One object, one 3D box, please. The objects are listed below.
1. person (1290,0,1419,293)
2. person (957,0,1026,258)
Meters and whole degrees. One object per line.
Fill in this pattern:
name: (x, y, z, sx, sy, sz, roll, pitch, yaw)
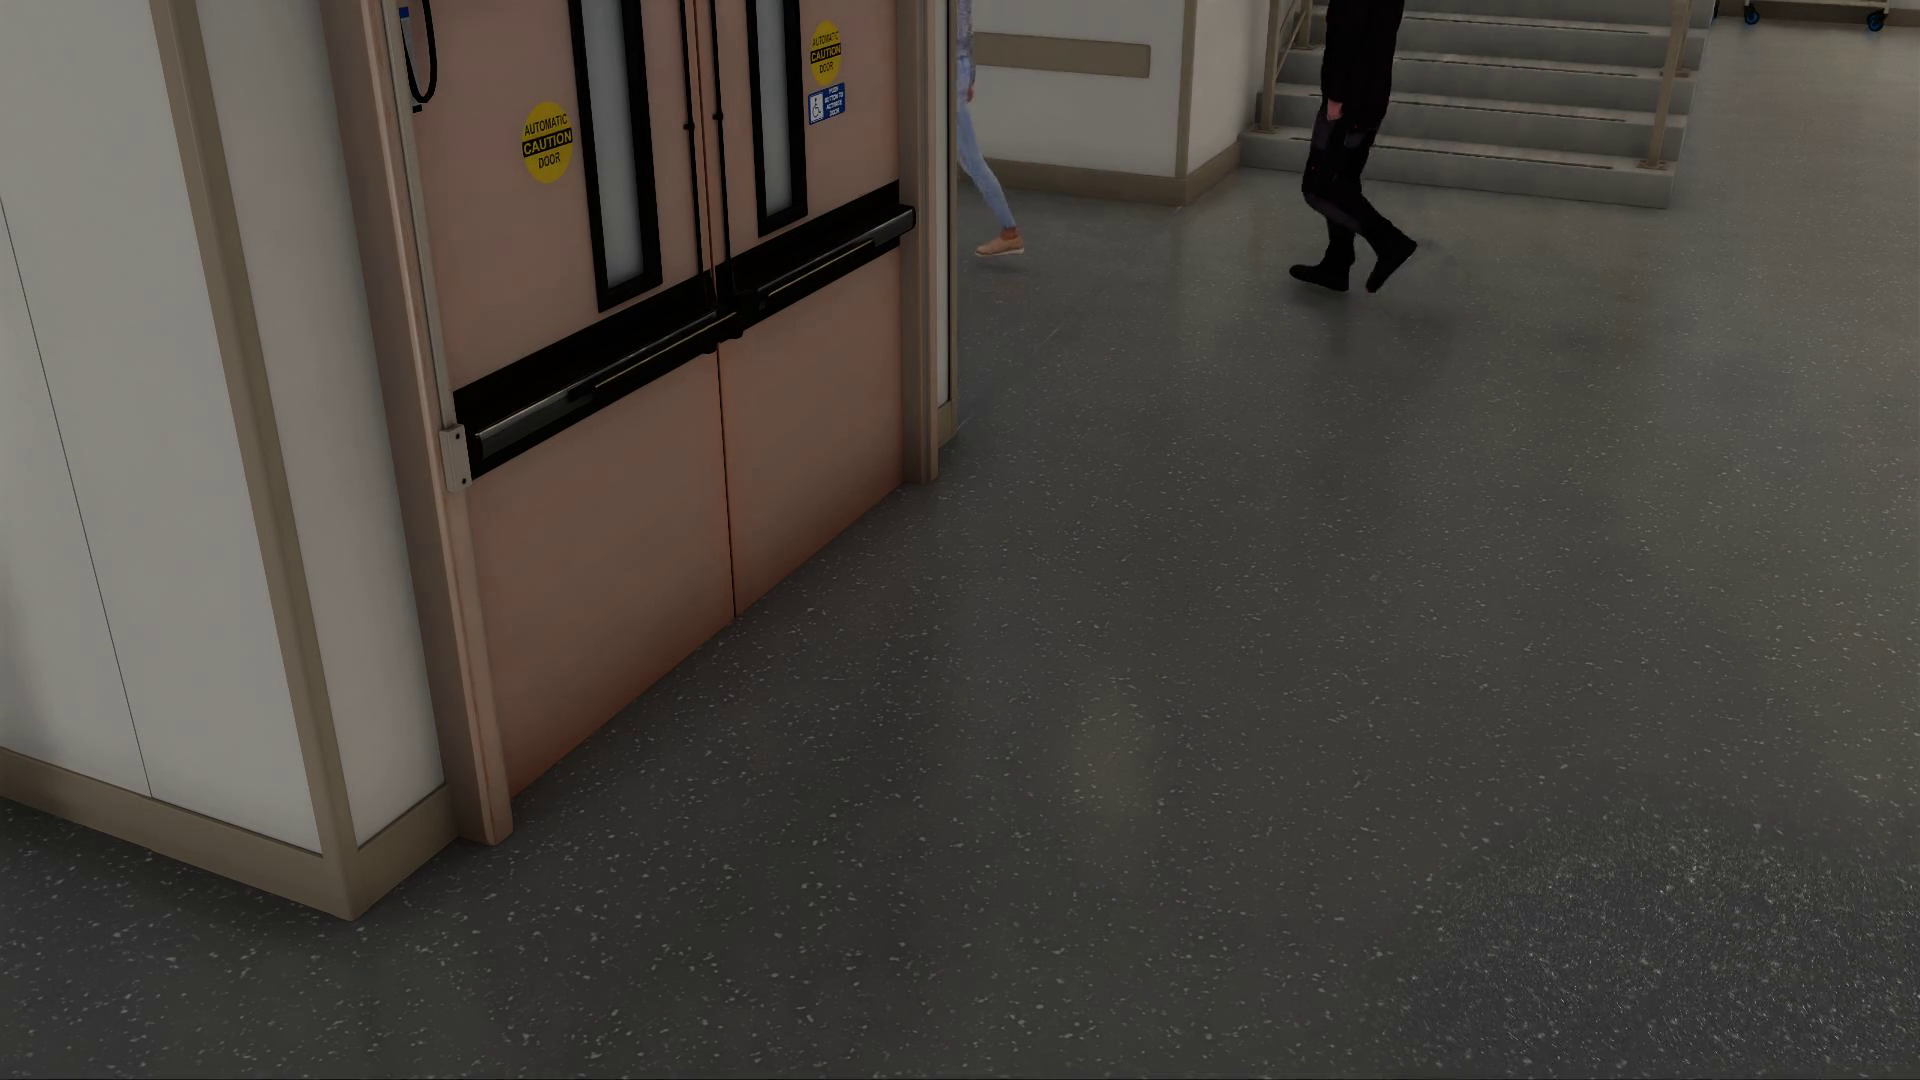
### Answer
person: (1.900, -2.042, 7.761, 0.824, 1.891, 0.895, 16, 30, 30)
person: (0.011, -2.233, 8.328, 0.711, 1.744, 1.151, 10, 27, 19)
